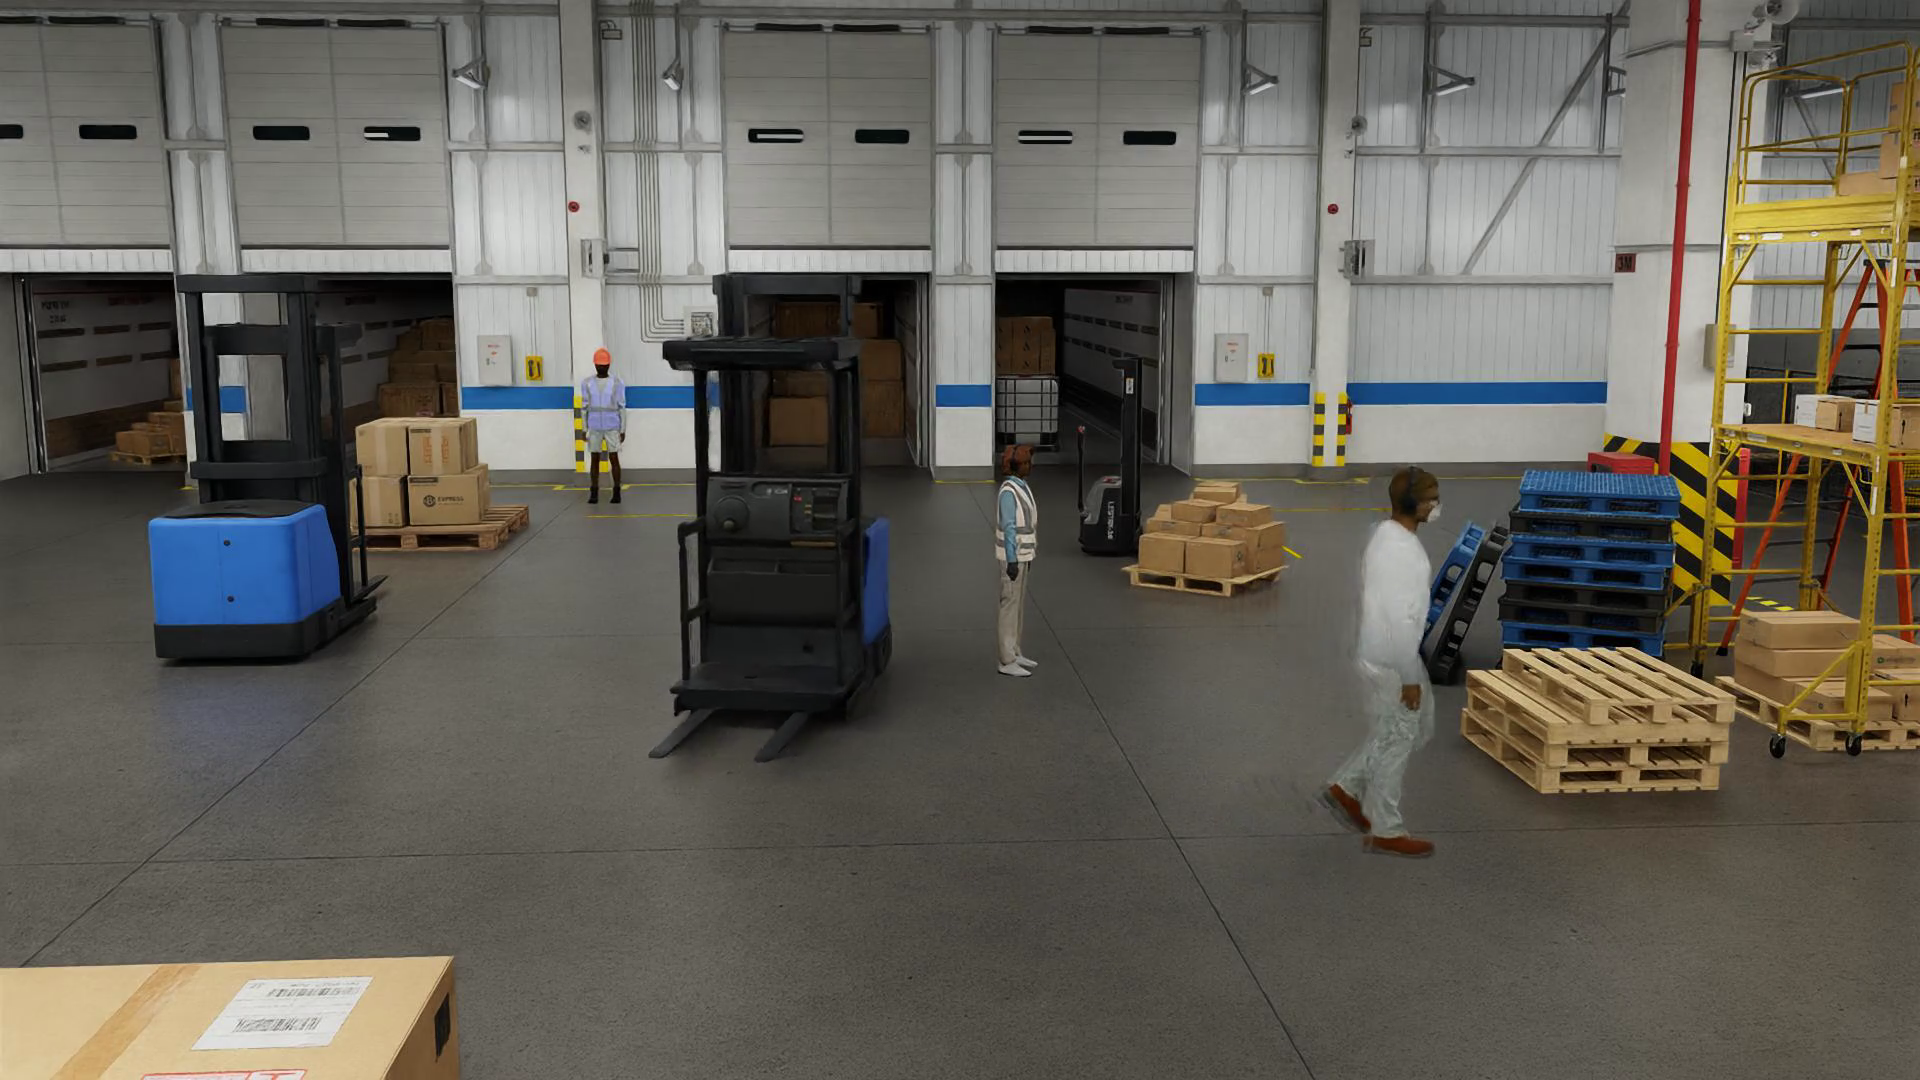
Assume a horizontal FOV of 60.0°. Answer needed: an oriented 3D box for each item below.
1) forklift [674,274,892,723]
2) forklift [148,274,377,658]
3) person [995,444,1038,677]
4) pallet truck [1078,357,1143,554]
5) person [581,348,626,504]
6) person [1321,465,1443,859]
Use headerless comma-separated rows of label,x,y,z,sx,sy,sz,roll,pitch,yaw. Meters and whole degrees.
forklift,-1.129,-0.376,11.105,1.129,2.768,1.873,1,9,8
forklift,-5.347,-0.626,12.681,1.129,2.768,1.873,-1,9,-4
person,0.396,0.136,11.778,0.306,1.640,0.522,2,9,12
pallet truck,2.088,-0.836,16.757,1.885,1.965,0.823,2,9,13
person,-4.398,-1.401,20.537,0.549,1.929,0.387,0,9,0
person,2.093,0.591,8.022,0.475,1.923,0.640,2,9,14
